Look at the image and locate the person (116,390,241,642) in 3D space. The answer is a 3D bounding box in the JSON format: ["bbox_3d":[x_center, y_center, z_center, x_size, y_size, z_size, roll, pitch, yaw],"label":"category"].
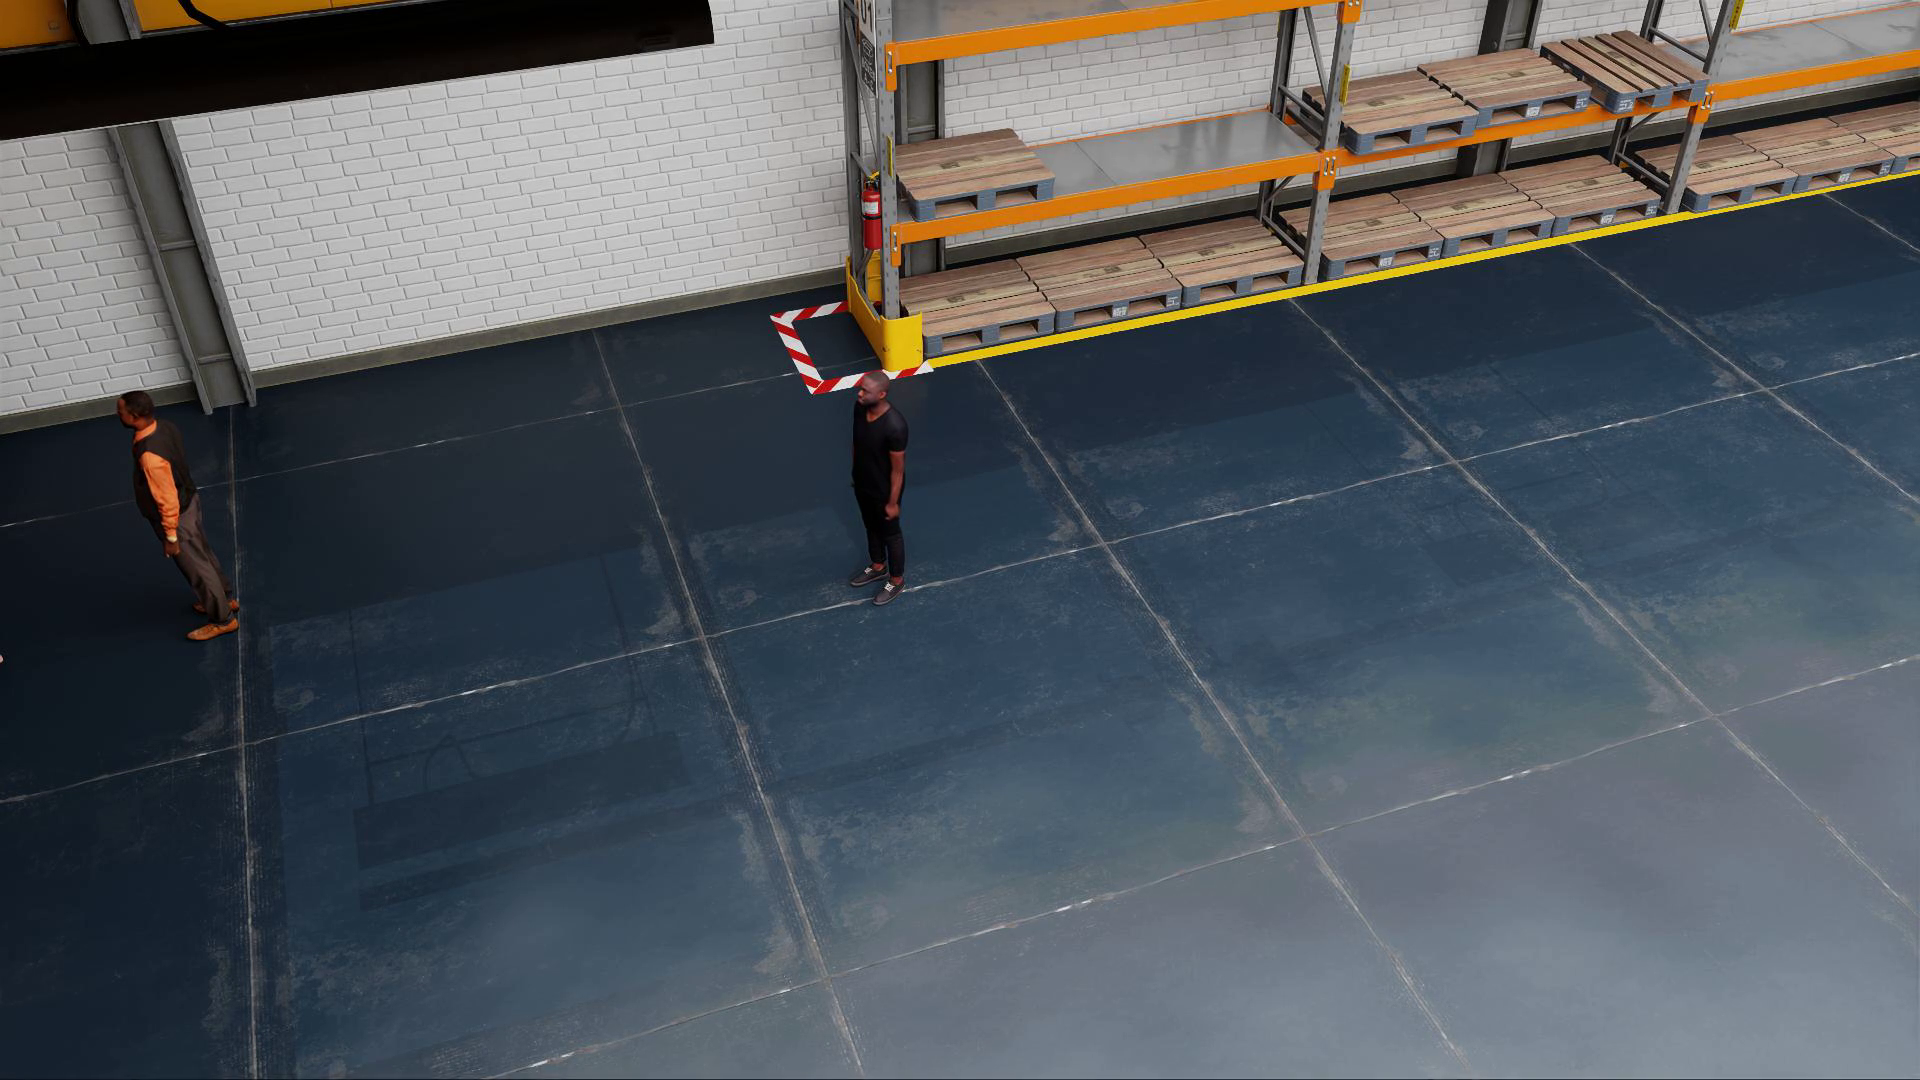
[{"bbox_3d":[-5.132,-0.175,10.932,0.620,1.908,0.703,-9,40,-12],"label":"person"}]

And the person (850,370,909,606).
[{"bbox_3d":[-0.542,-0.377,11.256,0.679,1.819,0.730,-26,45,-29],"label":"person"}]
